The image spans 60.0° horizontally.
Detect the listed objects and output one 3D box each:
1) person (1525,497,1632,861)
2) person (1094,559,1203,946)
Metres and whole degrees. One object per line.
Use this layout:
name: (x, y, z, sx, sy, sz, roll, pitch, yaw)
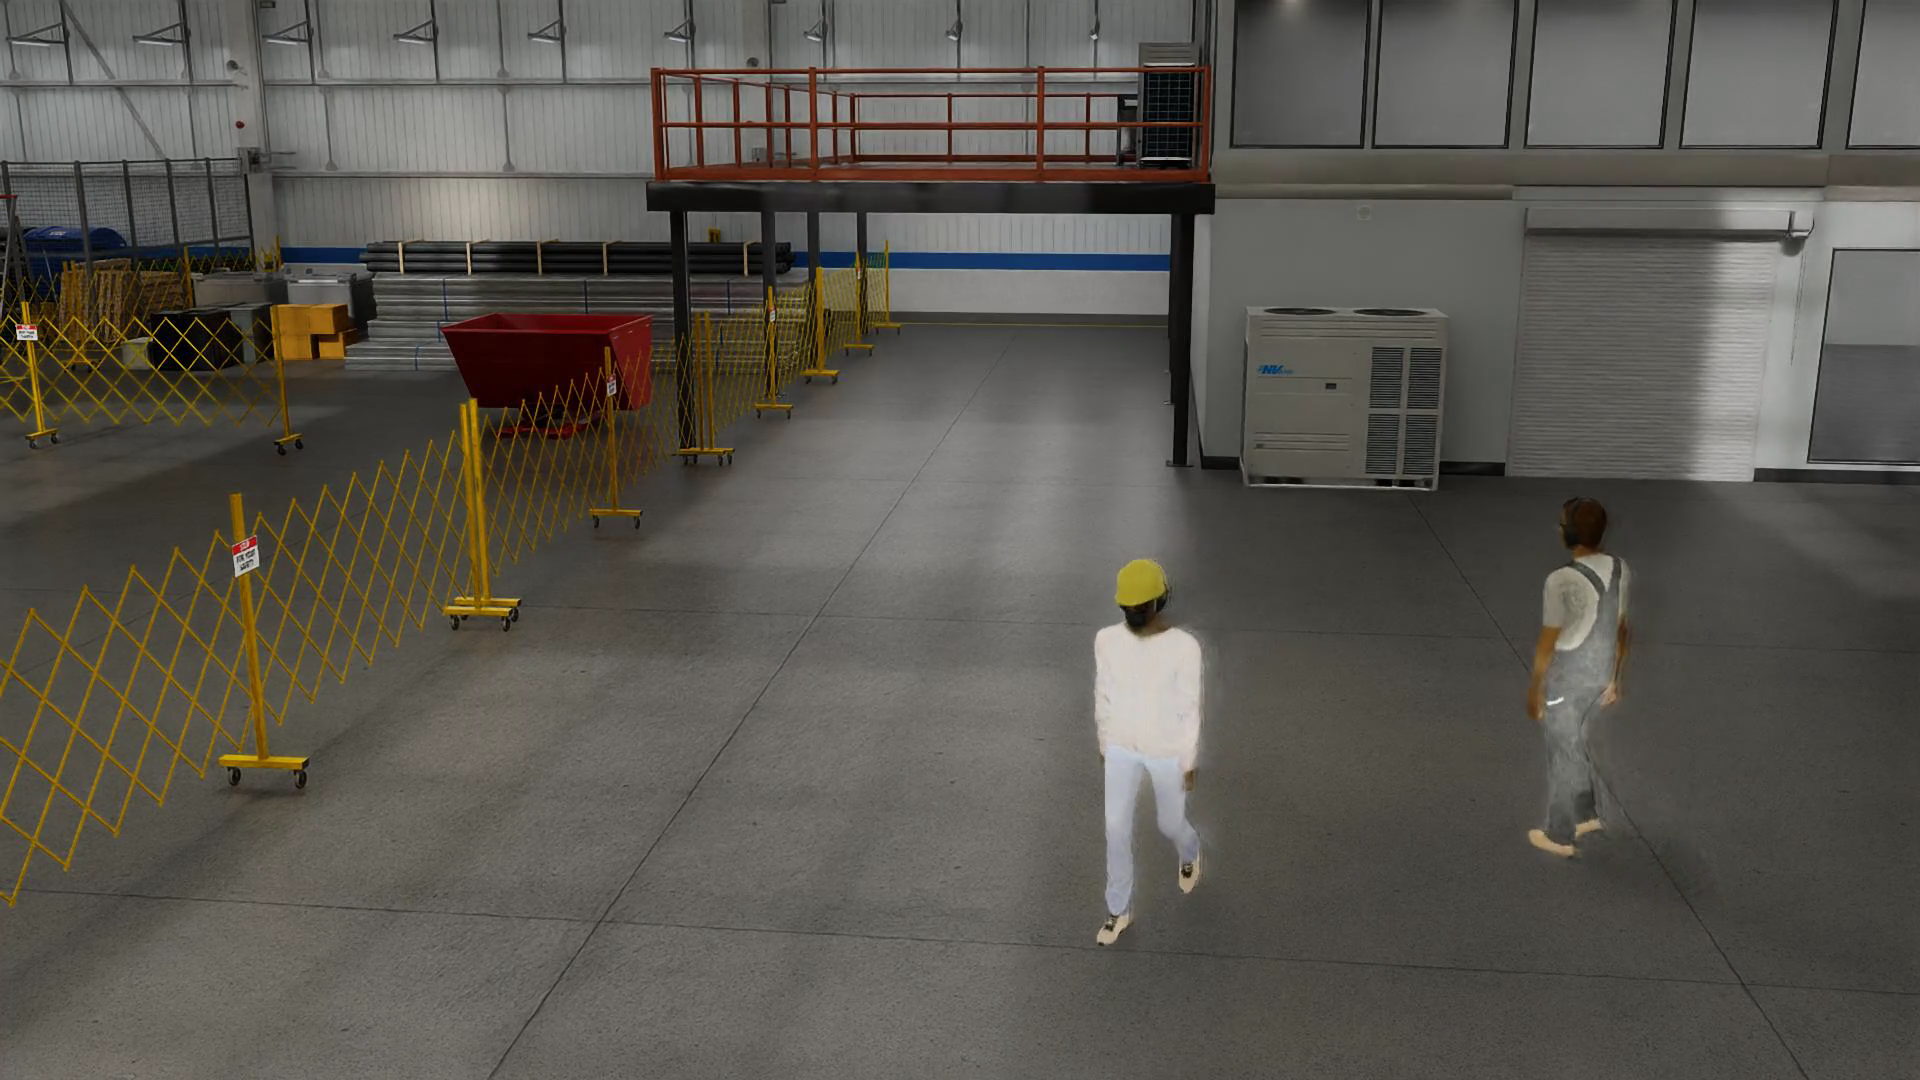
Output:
person: (2.996, 0.686, 8.159, 0.537, 1.835, 0.400, -7, 16, -28)
person: (0.862, 0.900, 7.479, 0.523, 1.742, 0.692, 6, 15, 24)
